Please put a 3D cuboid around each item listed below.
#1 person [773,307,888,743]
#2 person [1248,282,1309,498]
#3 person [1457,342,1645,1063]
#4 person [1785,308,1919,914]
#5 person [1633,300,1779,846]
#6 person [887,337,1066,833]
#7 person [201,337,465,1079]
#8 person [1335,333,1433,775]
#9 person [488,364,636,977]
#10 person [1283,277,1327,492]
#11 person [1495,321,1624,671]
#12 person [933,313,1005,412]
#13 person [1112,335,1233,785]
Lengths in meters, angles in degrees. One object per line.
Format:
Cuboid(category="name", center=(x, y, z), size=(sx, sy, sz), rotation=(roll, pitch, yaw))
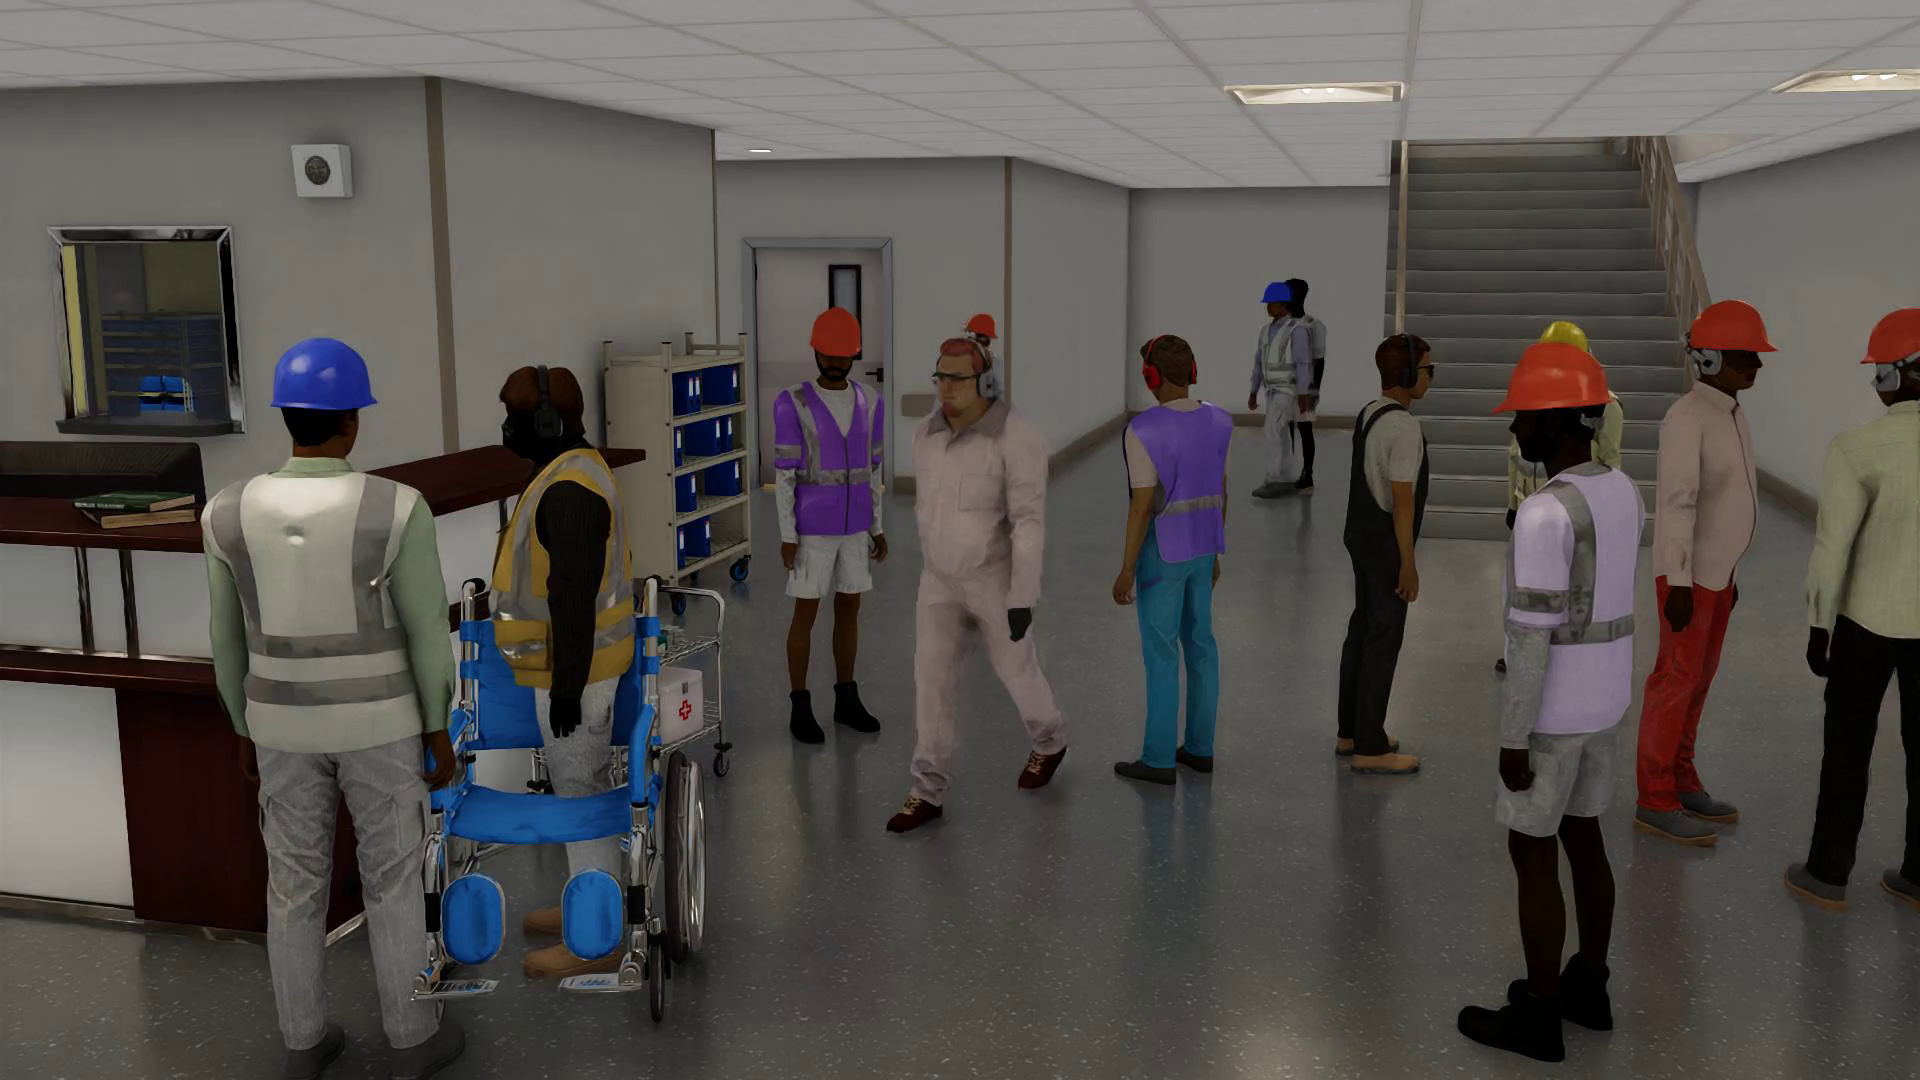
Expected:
Cuboid(category="person", center=(-0.556, -0.068, 7.436), size=(0.547, 1.930, 0.384), rotation=(-6, 11, -33))
Cuboid(category="person", center=(2.769, -1.328, 14.855), size=(0.685, 1.924, 0.651), rotation=(-4, 10, -22))
Cuboid(category="person", center=(1.591, 0.435, 4.490), size=(0.549, 1.928, 0.389), rotation=(-9, 13, -43))
Cuboid(category="person", center=(3.067, 0.243, 5.453), size=(0.626, 1.987, 0.407), rotation=(0, 10, -1))
Cuboid(category="person", center=(2.761, 0.115, 6.165), size=(0.392, 1.992, 0.623), rotation=(8, 12, 39))
Cuboid(category="person", center=(0.107, 0.137, 6.460), size=(0.654, 1.863, 0.977), rotation=(7, 12, 36))
Cuboid(category="person", center=(-1.586, 0.463, 4.257), size=(0.605, 1.948, 0.387), rotation=(0, 10, 1))
Cuboid(category="person", center=(1.790, 0.058, 6.972), size=(0.342, 1.838, 0.508), rotation=(-1, 10, -5))
Cuboid(category="person", center=(-1.205, 0.385, 5.068), size=(0.429, 1.835, 0.631), rotation=(-3, 10, -16))
Cuboid(category="person", center=(3.093, -1.430, 15.346), size=(0.362, 1.963, 0.613), rotation=(-6, 11, -32))
Cuboid(category="person", center=(3.026, -0.190, 8.442), size=(0.403, 1.830, 0.601), rotation=(-7, 12, -35))
Cuboid(category="person", center=(0.077, -0.986, 13.528), size=(0.590, 1.699, 0.921), rotation=(-6, 12, -33))
Cuboid(category="person", center=(0.879, 0.087, 6.802), size=(0.564, 1.837, 0.388), rotation=(-8, 12, -38))
